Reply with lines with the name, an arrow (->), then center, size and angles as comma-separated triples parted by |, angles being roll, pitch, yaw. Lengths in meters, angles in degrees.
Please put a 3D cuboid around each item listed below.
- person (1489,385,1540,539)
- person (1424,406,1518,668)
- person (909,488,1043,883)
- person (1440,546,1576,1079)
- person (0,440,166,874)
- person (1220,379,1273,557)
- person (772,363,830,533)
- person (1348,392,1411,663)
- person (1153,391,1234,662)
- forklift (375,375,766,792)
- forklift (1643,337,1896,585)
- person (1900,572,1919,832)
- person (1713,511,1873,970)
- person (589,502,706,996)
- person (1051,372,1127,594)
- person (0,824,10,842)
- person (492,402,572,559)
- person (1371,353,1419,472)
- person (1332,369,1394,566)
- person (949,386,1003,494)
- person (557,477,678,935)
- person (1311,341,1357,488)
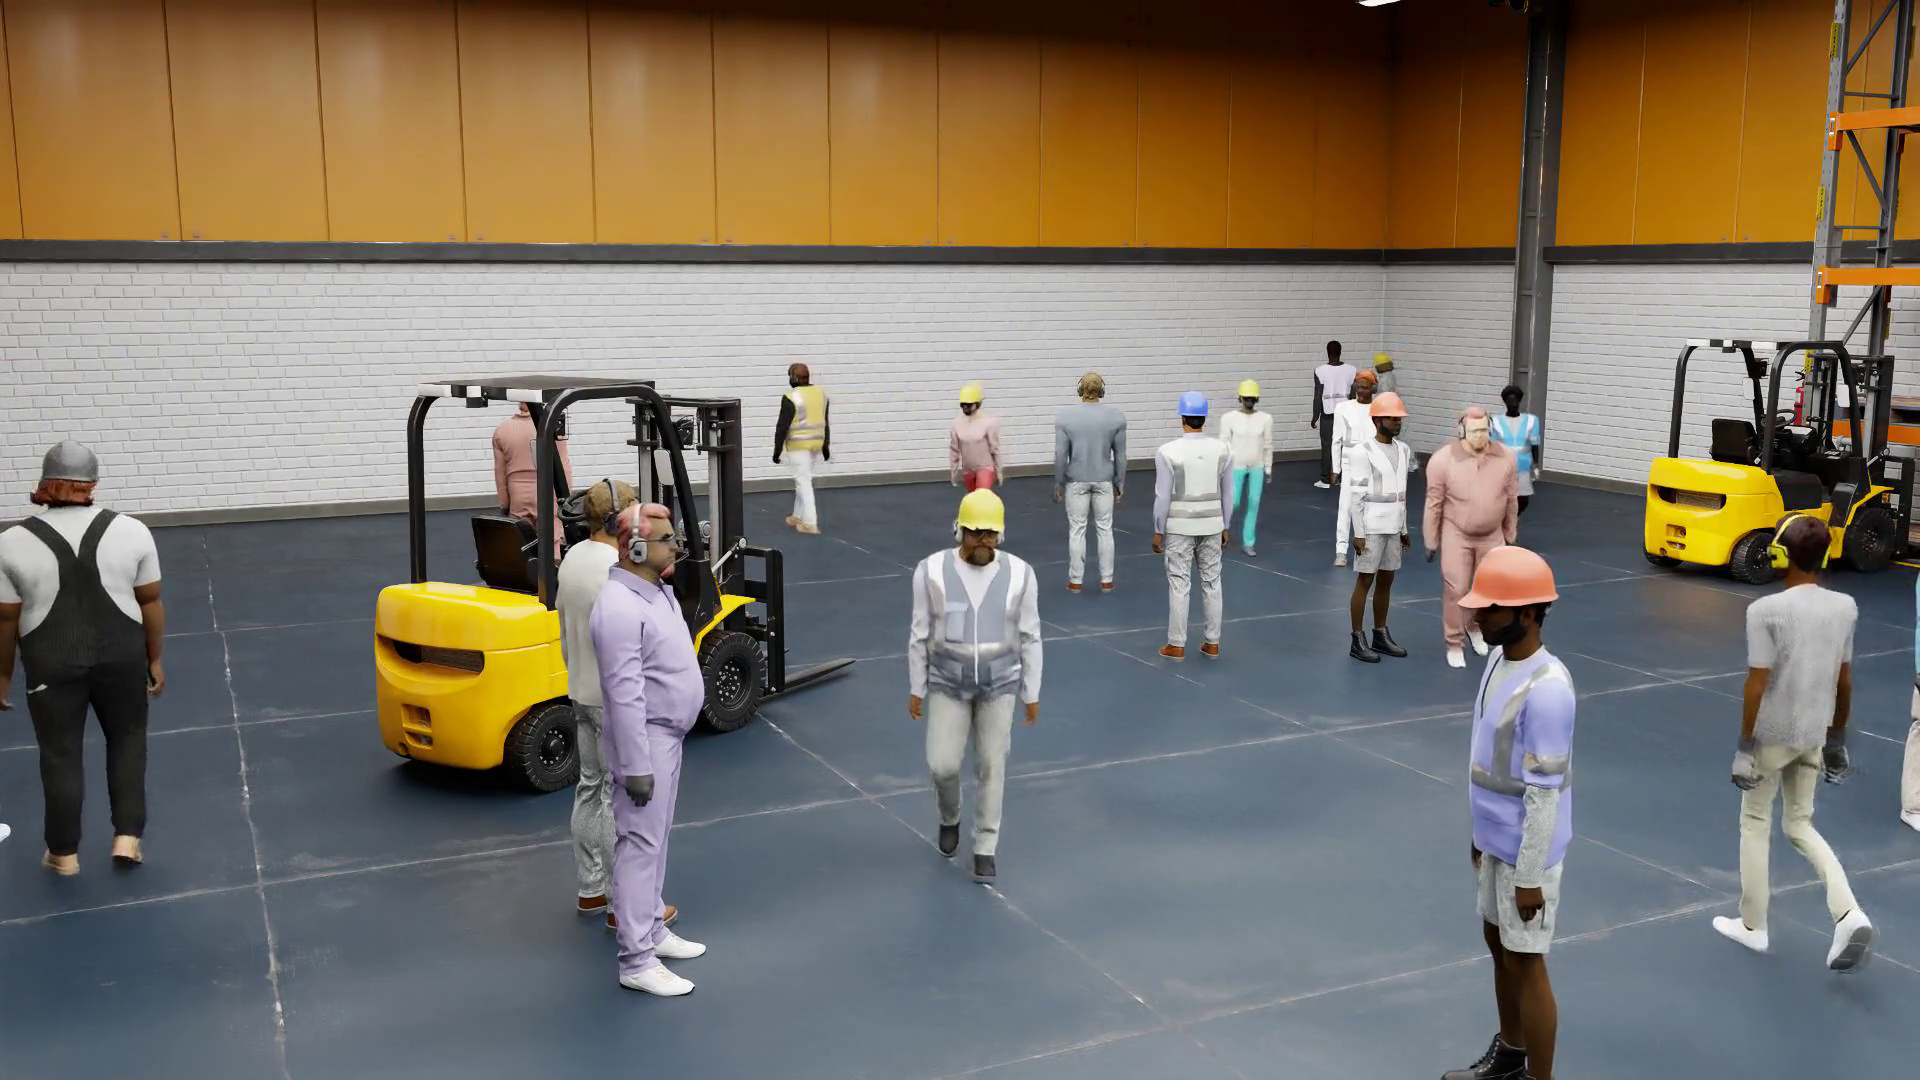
person -> 5.536, -0.734, 16.753 | 0.540, 1.676, 0.569 | 1, 9, 8
person -> 3.607, -0.026, 11.765 | 0.670, 1.874, 0.543 | 0, 9, 0
person -> 0.075, 0.659, 7.660 | 0.620, 1.819, 0.421 | -1, 9, -3
person -> 1.783, 0.972, 5.424 | 0.386, 1.930, 0.540 | 1, 9, 3
person -> -4.108, 0.539, 7.737 | 0.740, 2.000, 0.535 | -6, 11, -31
person -> 2.816, -0.725, 16.458 | 0.532, 1.750, 0.487 | -1, 9, -6
person -> -1.777, -0.995, 17.929 | 0.767, 1.816, 0.650 | 8, 12, 39
person -> 3.042, -0.096, 11.988 | 0.545, 1.942, 0.353 | -6, 11, -34
person -> 1.668, -0.091, 11.934 | 0.602, 1.948, 0.387 | -2, 9, -15
forklift -> -2.268, 0.149, 9.685 | 1.214, 2.155, 2.313 | 6, 11, 32
forklift -> 7.551, -0.789, 15.507 | 2.313, 2.155, 1.214 | -4, 10, -25
person -> 4.959, 0.647, 8.310 | 0.523, 1.639, 0.306 | -4, 10, -23
person -> 3.358, 0.813, 6.655 | 0.513, 1.850, 0.671 | -2, 9, -12
person -> -1.205, 0.801, 6.521 | 0.411, 1.911, 0.643 | 0, 9, -1
person -> 1.120, -0.496, 14.477 | 0.662, 1.935, 0.410 | -1, 9, -4
person -> -4.889, 0.590, 7.973 | 0.514, 1.865, 0.329 | -5, 11, -30
person -> -3.421, -0.312, 13.459 | 0.636, 1.902, 0.404 | 2, 9, 11
person -> 6.009, -1.768, 23.211 | 0.888, 1.689, 0.575 | 6, 11, 35
person -> 3.815, -0.678, 15.775 | 0.575, 1.885, 0.359 | 2, 9, 10
person -> 0.151, -0.679, 16.389 | 0.534, 1.691, 0.981 | 5, 11, 30
person -> -1.475, 0.697, 7.075 | 0.357, 1.938, 0.637 | -7, 11, -37
person -> 4.842, -1.621, 21.536 | 0.587, 1.914, 0.392 | -2, 9, -11
